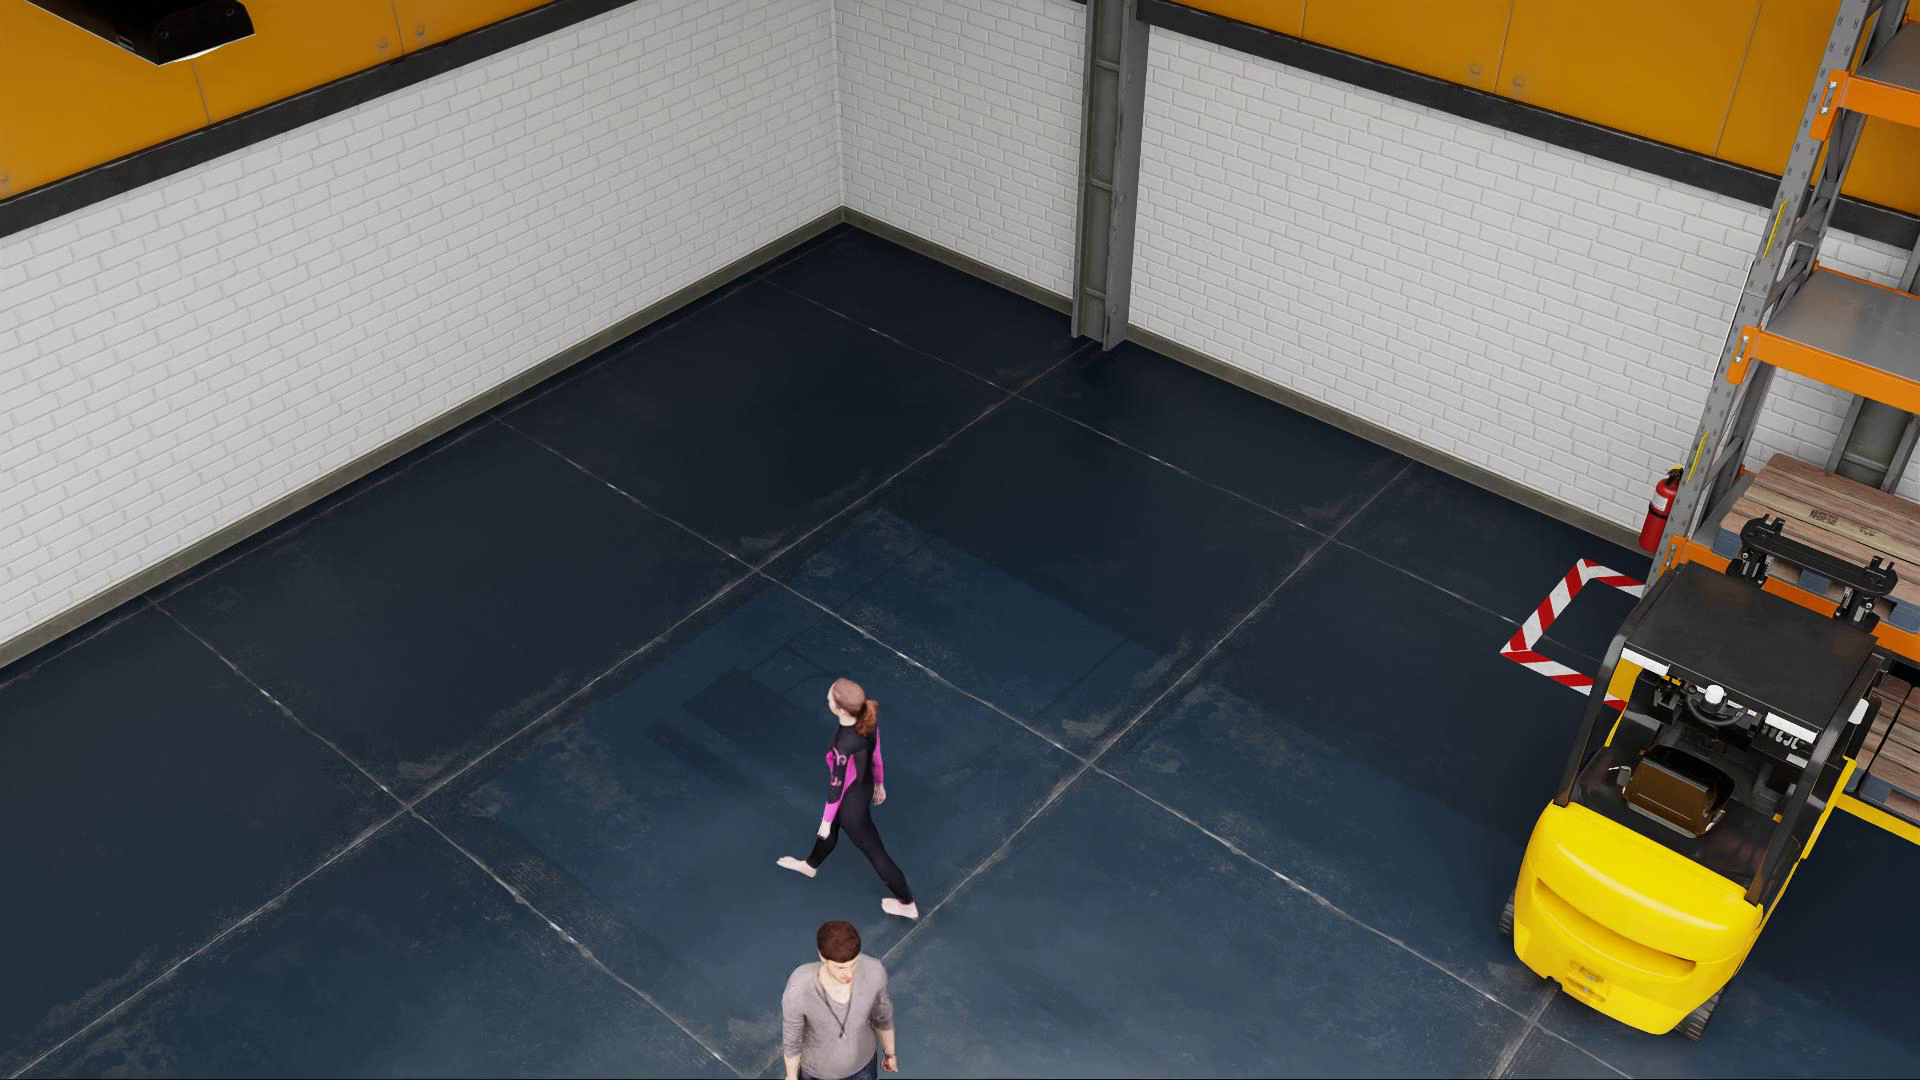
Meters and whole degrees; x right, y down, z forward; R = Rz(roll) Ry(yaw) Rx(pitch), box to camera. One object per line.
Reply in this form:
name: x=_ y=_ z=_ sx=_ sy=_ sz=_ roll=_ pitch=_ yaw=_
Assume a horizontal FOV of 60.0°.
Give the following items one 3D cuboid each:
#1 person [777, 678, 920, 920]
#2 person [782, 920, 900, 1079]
person: x=-0.507 y=1.476 z=9.119 sx=1.197 sy=1.691 sz=0.831 roll=14 pitch=41 yaw=17
person: x=-0.603 y=2.382 z=7.826 sx=0.889 sy=1.889 sz=0.957 roll=-14 pitch=41 yaw=-16
